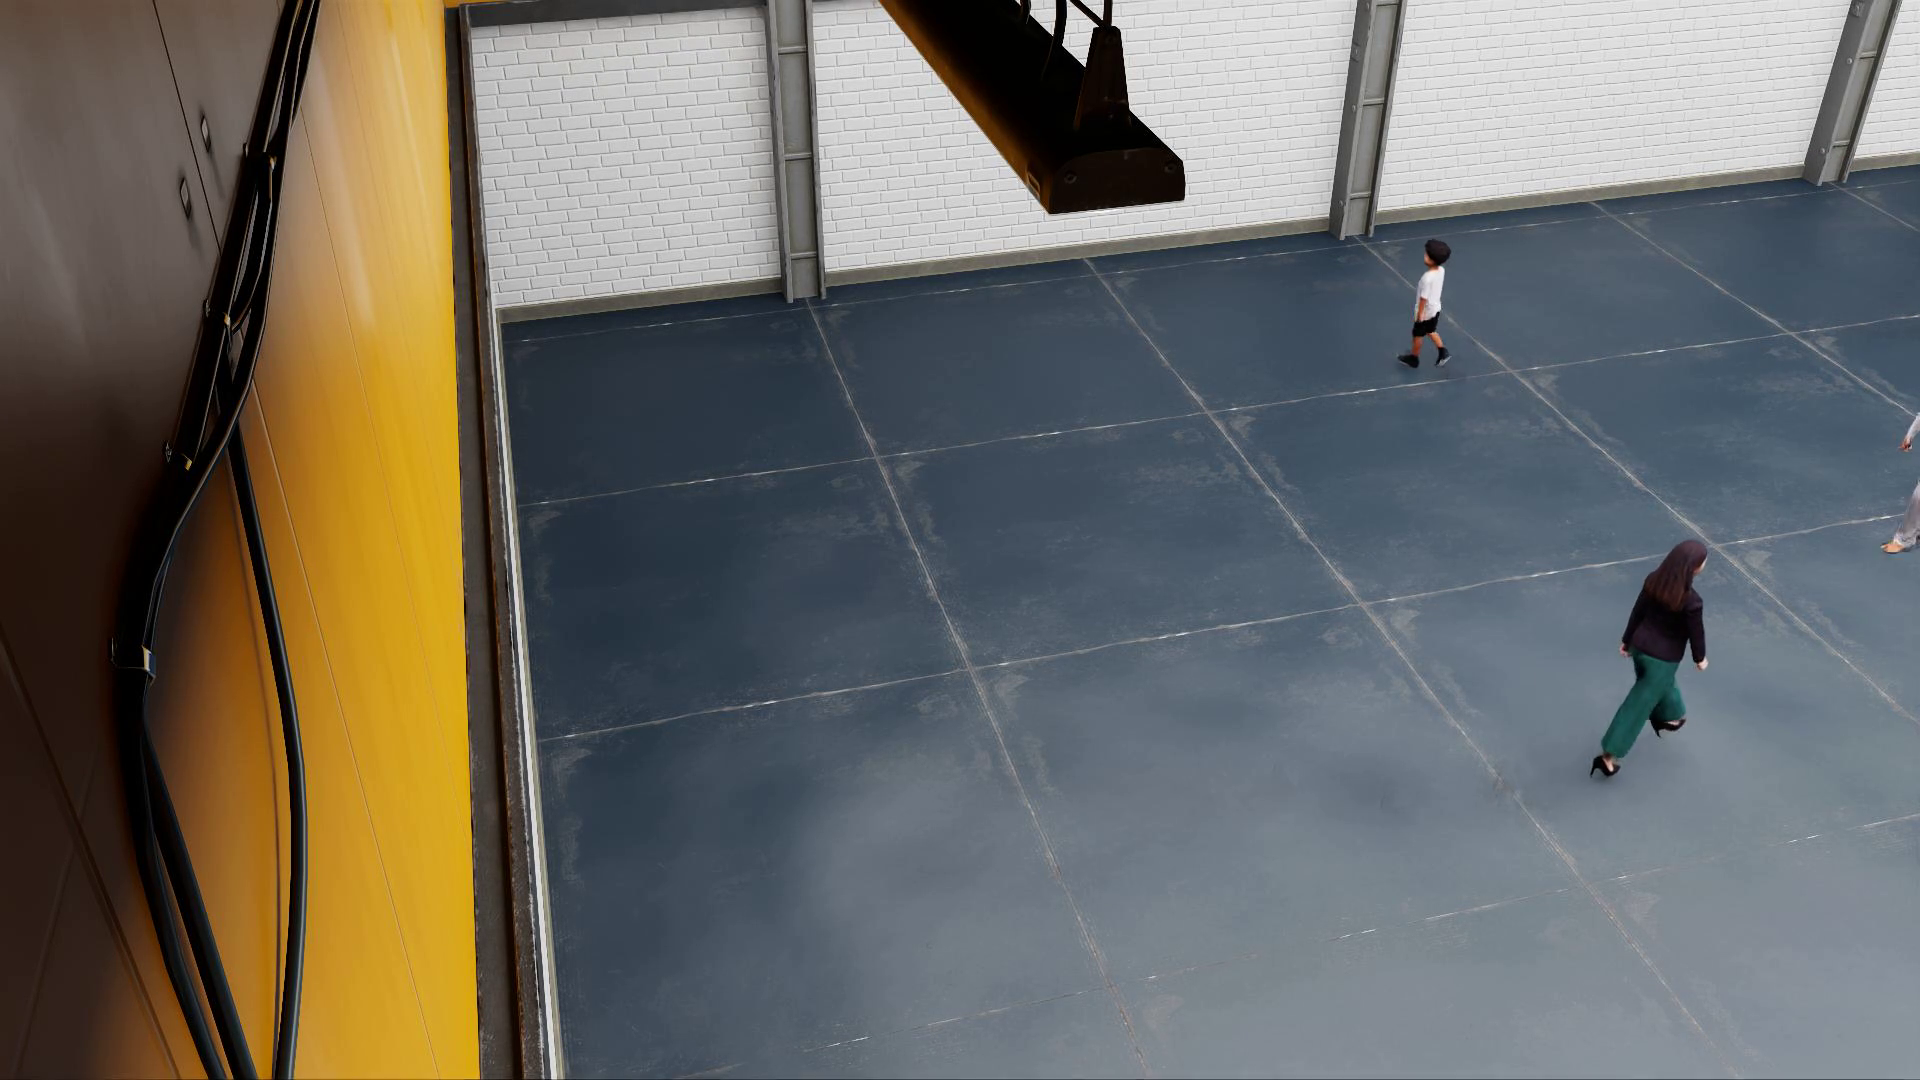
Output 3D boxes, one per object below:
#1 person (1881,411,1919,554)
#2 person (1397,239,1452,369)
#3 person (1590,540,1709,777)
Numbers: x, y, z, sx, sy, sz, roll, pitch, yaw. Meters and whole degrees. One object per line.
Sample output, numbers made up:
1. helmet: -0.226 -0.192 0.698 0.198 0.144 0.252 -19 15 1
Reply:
1. person: 7.494 -0.715 12.523 0.756 1.717 0.637 -9 35 -13
2. person: 4.292 -2.108 15.041 0.749 1.251 0.736 27 42 35
3. person: 4.227 0.786 10.282 1.079 1.699 0.658 -12 35 -17
